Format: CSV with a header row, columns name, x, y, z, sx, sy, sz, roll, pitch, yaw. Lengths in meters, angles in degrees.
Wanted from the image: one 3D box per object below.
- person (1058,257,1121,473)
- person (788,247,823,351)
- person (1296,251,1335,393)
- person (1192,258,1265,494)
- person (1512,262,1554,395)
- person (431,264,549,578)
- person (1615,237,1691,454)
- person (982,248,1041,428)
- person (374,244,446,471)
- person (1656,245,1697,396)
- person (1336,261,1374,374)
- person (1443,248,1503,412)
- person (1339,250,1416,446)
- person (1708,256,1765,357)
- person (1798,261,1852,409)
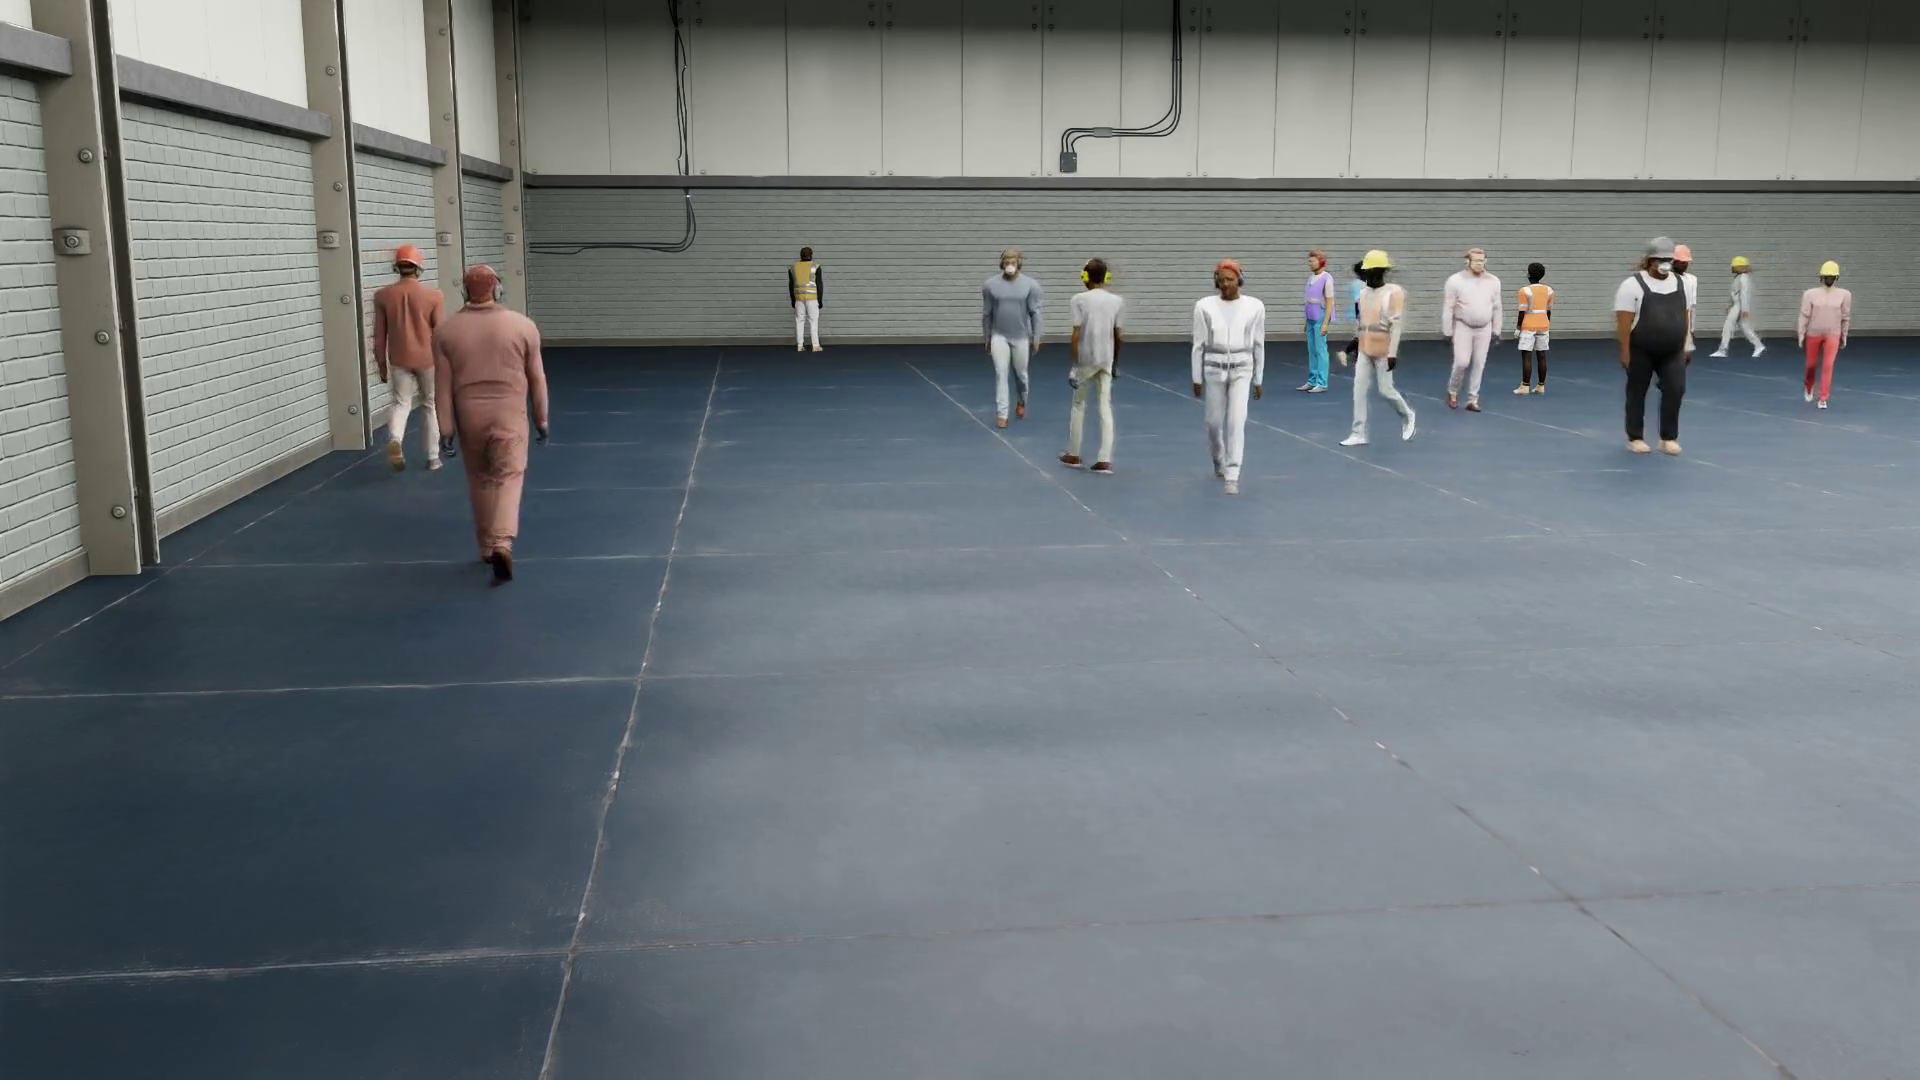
name,x,y,z,sx,sy,sz,roll,pitch,yaw
person,1.130,-1.521,14.459,0.555,1.833,0.861,-4,11,-20
person,-2.713,-4.259,29.467,0.624,1.844,0.430,3,11,17
person,4.664,-2.835,21.653,0.378,1.842,0.569,-3,11,-15
person,2.157,-1.333,13.398,0.577,1.862,0.825,2,11,10
person,7.339,-2.698,21.303,0.531,1.697,0.320,-4,11,-20
person,-2.827,-0.722,10.016,0.642,1.872,0.917,-1,10,-6
person,6.475,-1.799,15.437,0.712,2.000,0.713,0,10,-2
person,0.561,-2.182,17.910,0.638,1.917,0.815,2,10,8
person,-4.705,-1.542,14.245,0.624,1.973,0.790,-1,10,-5
person,8.584,-2.573,19.995,0.573,1.925,0.458,-2,11,-11
person,5.889,-3.301,24.661,0.540,1.682,0.540,6,12,29
person,5.965,-2.434,19.315,0.652,1.892,0.430,-1,10,-3
person,4.100,-1.862,16.170,0.796,1.899,0.590,-7,12,-33
person,13.184,-3.933,28.055,0.849,1.711,0.480,3,11,17
person,10.320,-2.460,19.877,0.535,1.749,0.725,5,12,26
